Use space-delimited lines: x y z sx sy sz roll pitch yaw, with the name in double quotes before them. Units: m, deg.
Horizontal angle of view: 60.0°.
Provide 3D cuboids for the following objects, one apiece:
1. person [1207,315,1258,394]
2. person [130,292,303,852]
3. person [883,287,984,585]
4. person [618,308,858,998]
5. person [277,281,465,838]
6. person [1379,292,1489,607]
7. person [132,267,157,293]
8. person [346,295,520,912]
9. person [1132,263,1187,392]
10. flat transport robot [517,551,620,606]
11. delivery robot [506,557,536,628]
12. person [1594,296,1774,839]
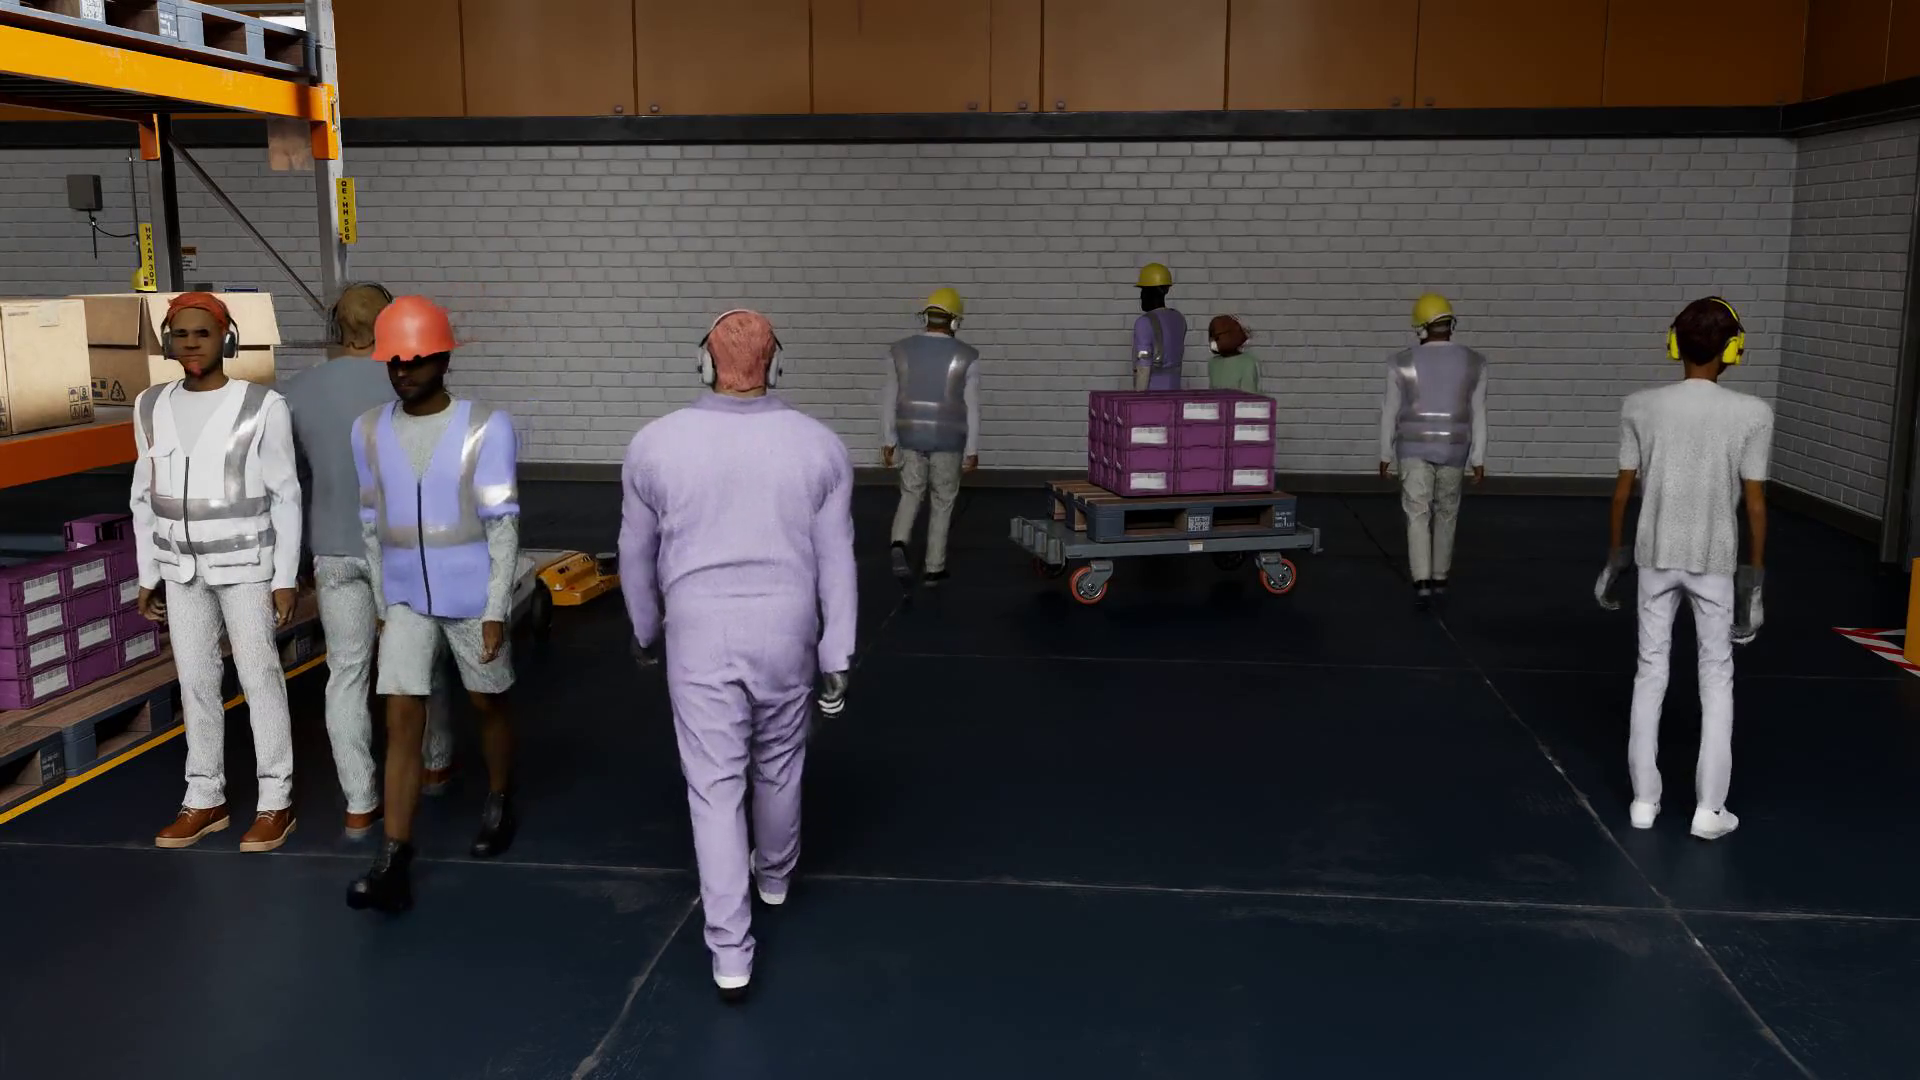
"person" 1.892 -0.730 11.295 0.802 1.589 0.515 -6 12 -32
"person" -2.504 0.115 5.599 0.584 1.884 0.347 1 10 8
"person" -0.172 -0.584 9.864 0.622 1.801 0.609 3 10 17
"person" -0.629 0.283 4.732 0.648 1.861 0.984 -2 10 -12
"person" -2.075 0.043 5.962 0.635 1.908 0.868 -1 10 -6
"person" 2.713 -0.518 9.527 0.591 1.793 0.885 1 10 6
"person" -5.229 -0.829 10.881 0.588 1.927 0.371 9 14 43
"person" -1.652 0.185 5.220 0.549 1.871 1.013 0 10 3
"person" 1.400 -1.024 12.001 0.367 1.927 0.587 7 12 35
"flat transport robot" -2.772 0.199 9.734 1.431 0.197 0.652 2 10 9
"delivery robot" -2.370 0.247 8.378 0.477 0.478 0.707 0 10 -3
"person" 2.491 0.098 5.755 0.569 1.869 0.337 6 12 32
